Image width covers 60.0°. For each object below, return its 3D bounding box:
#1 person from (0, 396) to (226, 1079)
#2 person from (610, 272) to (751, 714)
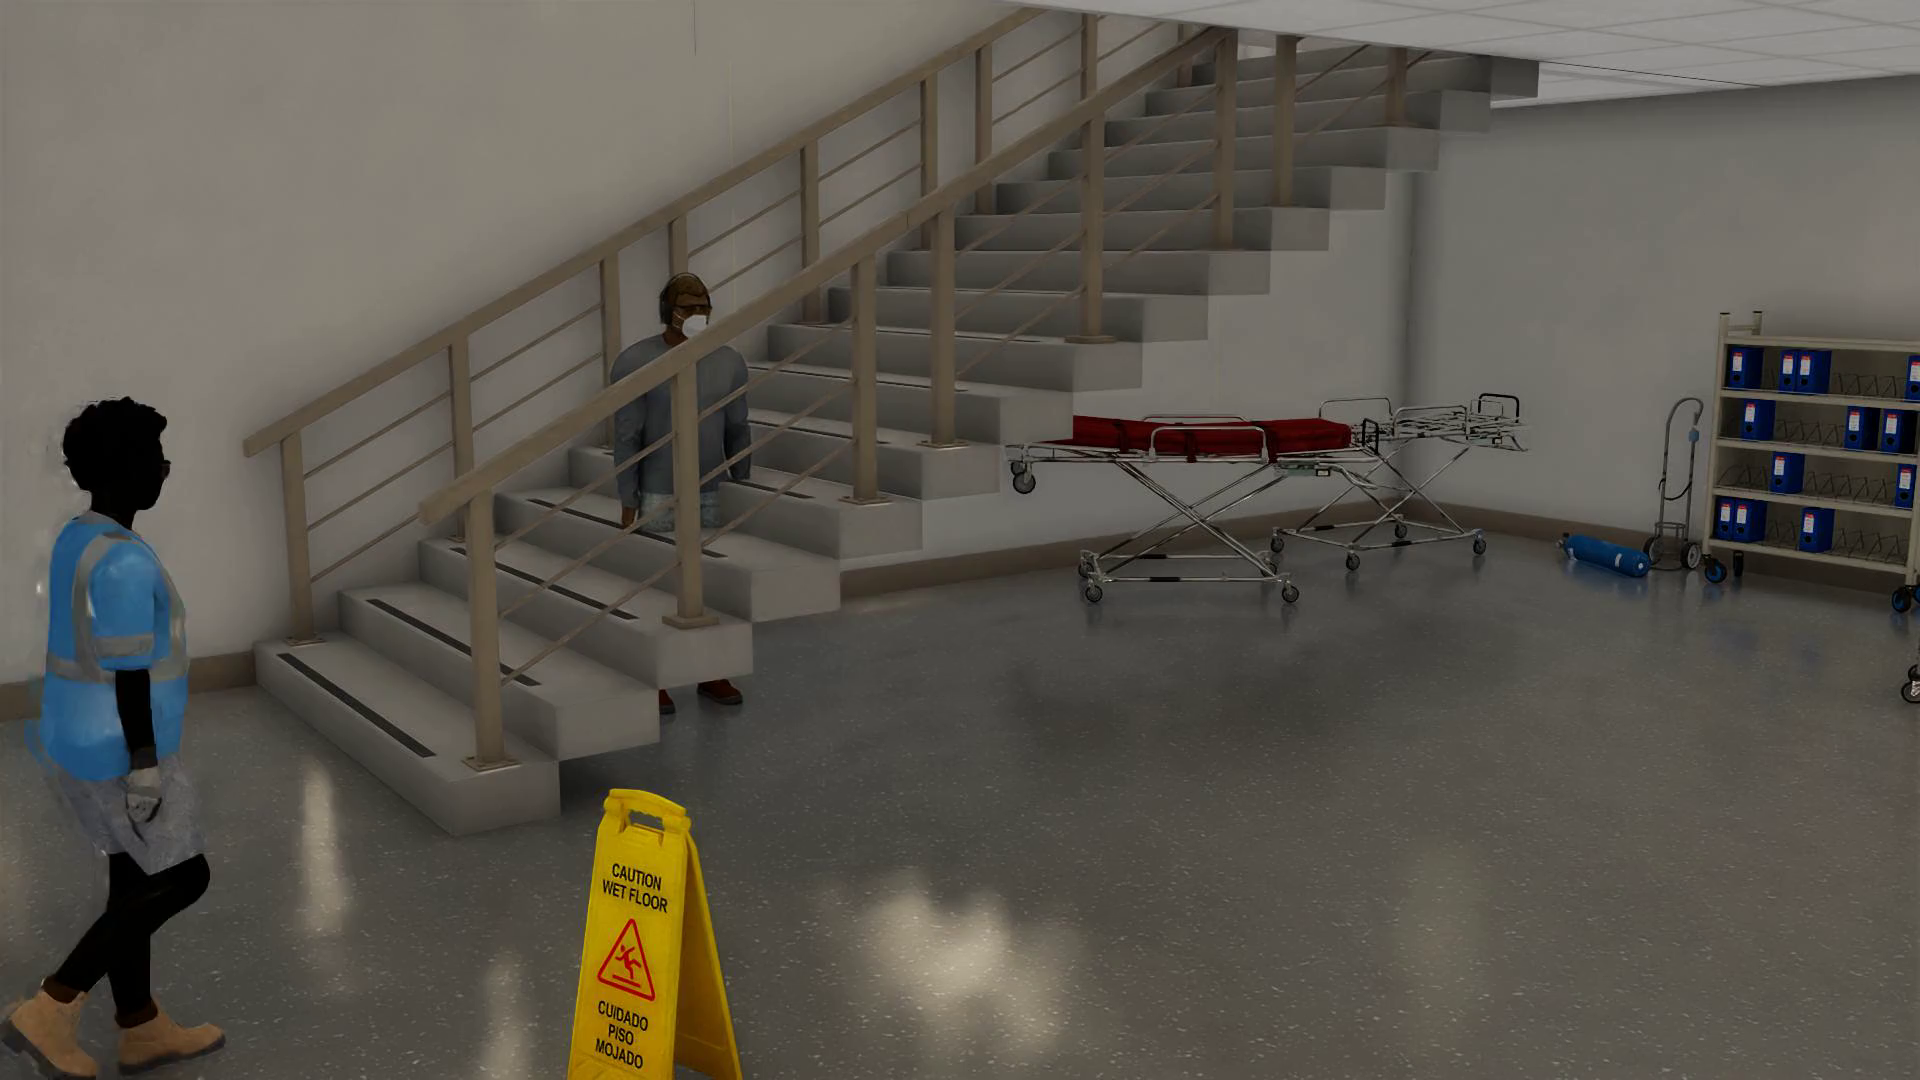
[{"bbox_3d":[-2.062,0.501,3.985,0.447,1.679,0.525,-8,13,-40],"label":"person"},{"bbox_3d":[-1.213,-0.200,7.326,0.626,1.932,0.371,-6,11,-29],"label":"person"}]
